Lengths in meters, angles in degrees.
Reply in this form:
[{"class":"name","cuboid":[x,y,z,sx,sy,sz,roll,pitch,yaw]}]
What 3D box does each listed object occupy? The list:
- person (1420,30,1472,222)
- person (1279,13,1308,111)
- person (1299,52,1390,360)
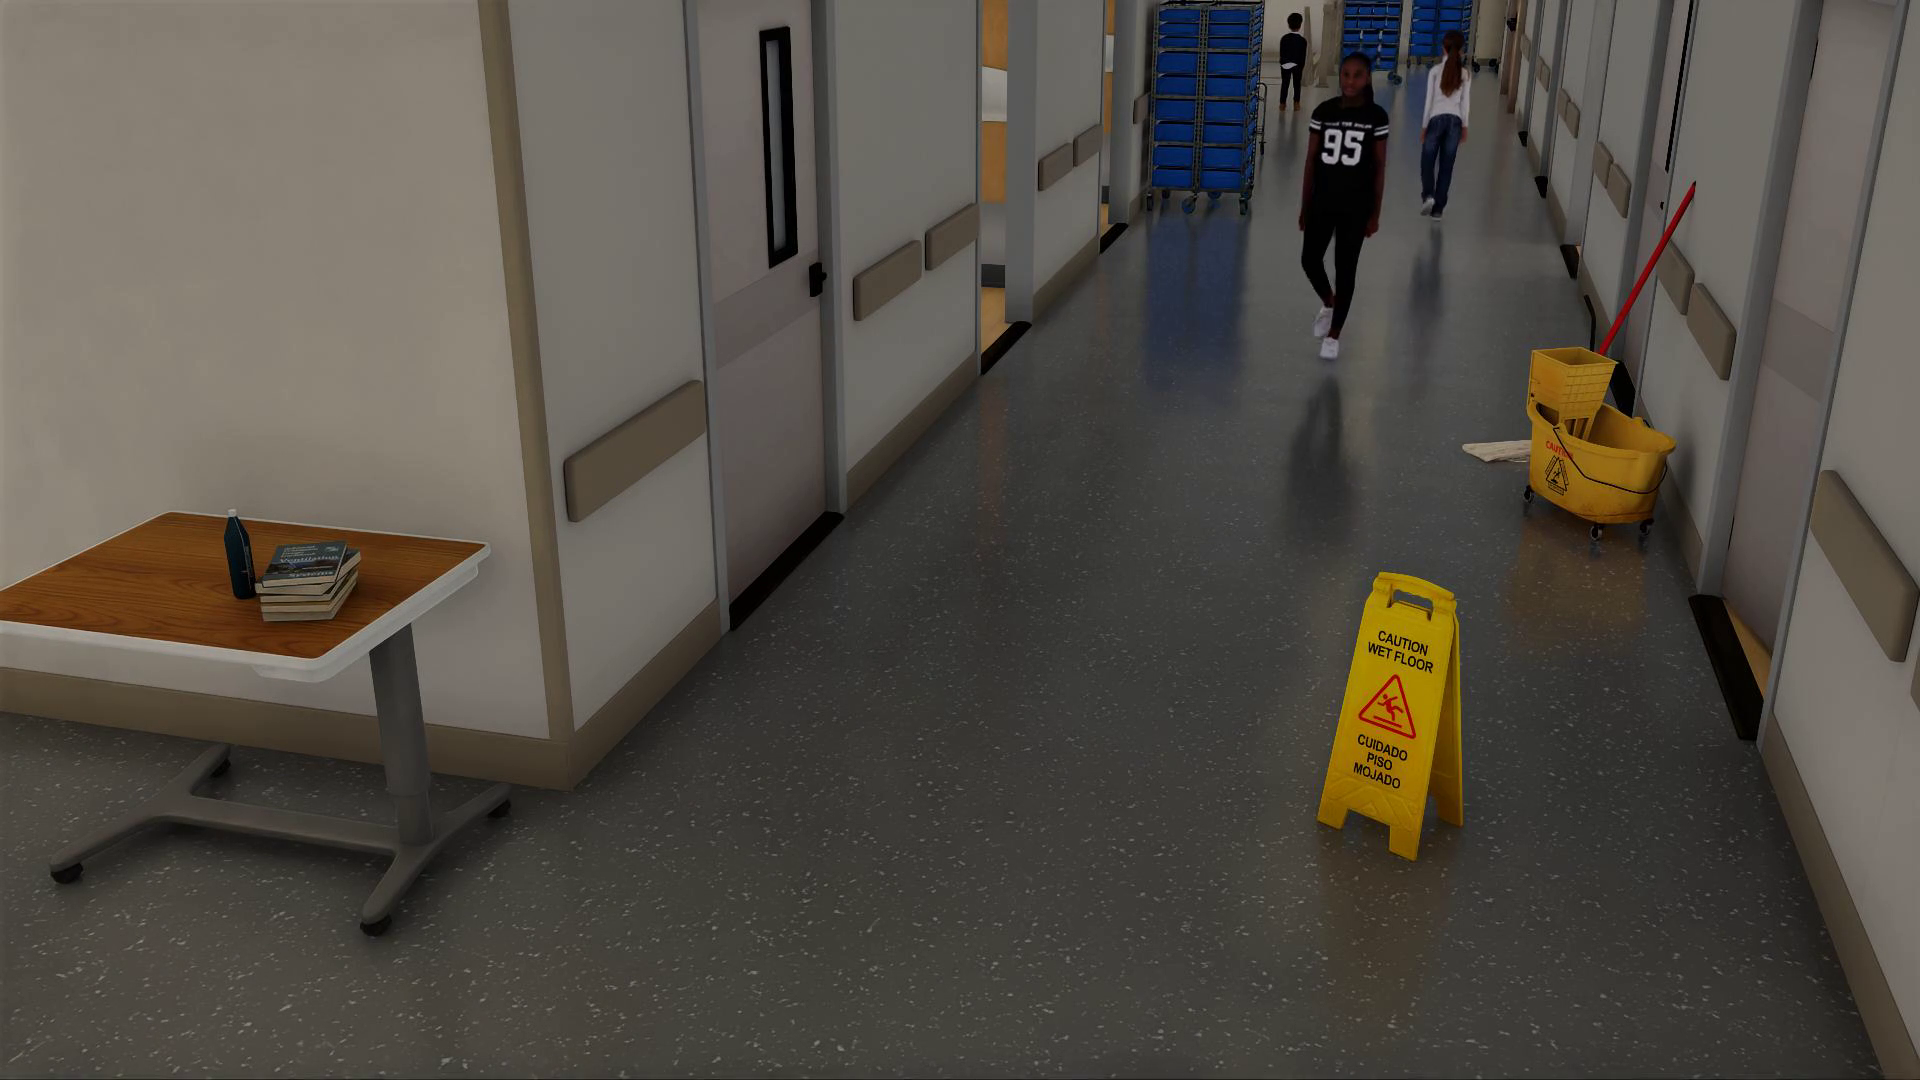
[{"class":"person","cuboid":[4.007,-3.403,13.763,0.533,1.542,0.623,4,21,11]},{"class":"person","cuboid":[4.343,-6.247,21.725,0.497,1.223,0.464,6,22,16]},{"class":"person","cuboid":[2.220,-1.933,9.627,0.685,1.723,0.767,9,23,23]}]
